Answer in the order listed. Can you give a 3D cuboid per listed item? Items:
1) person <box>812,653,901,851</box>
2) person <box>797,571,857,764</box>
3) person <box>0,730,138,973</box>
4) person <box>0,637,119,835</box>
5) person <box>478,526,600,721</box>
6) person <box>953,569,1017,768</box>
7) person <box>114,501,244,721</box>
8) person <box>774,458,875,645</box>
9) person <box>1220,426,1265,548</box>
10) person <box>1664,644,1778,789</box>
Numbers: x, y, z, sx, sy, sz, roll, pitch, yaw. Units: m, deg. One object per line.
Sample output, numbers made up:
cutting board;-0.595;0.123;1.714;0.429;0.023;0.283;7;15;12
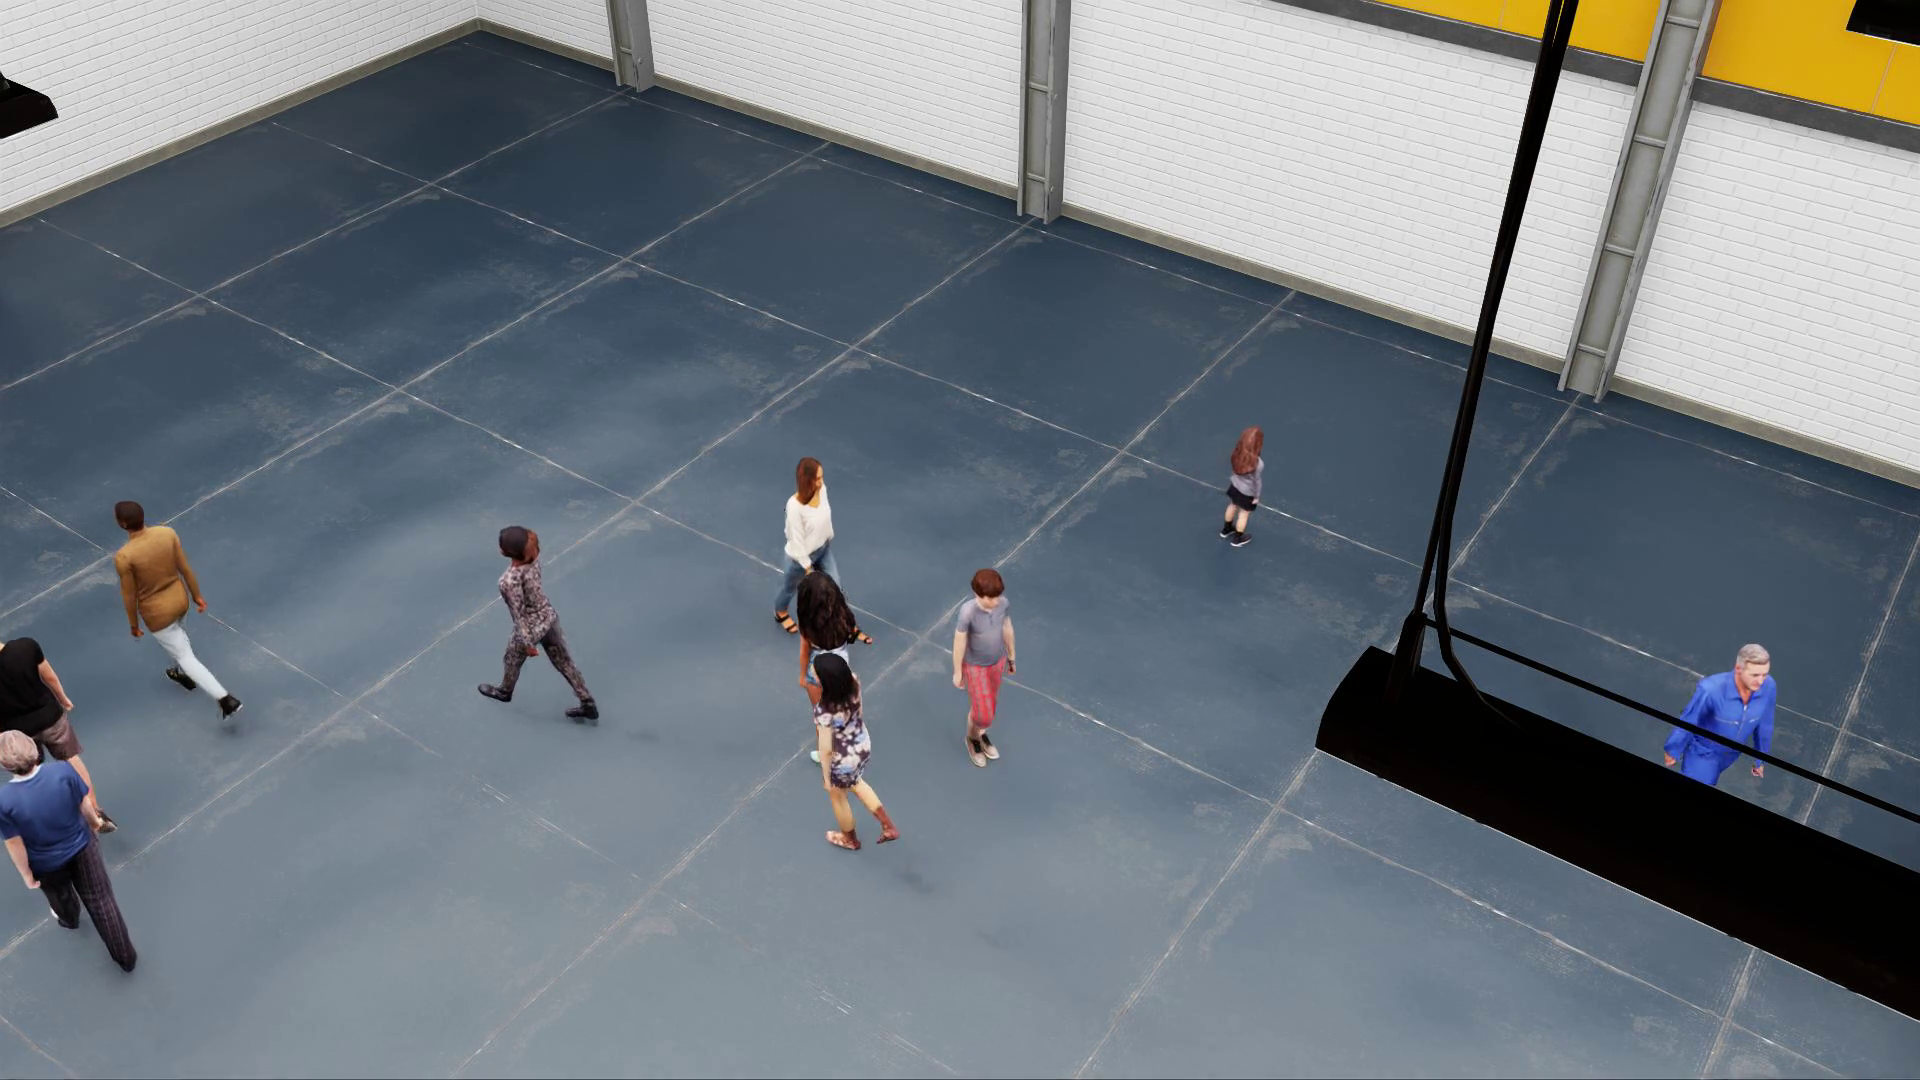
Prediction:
person;-0.671;1.389;10.542;0.753;1.722;0.608;24;45;27
person;-0.905;0.875;11.267;0.563;1.620;0.549;25;45;28
person;-5.257;1.895;9.816;0.818;1.836;1.106;-31;48;-33
person;-5.928;1.205;10.675;0.806;1.843;1.103;-32;48;-33
person;-2.871;0.627;11.546;1.216;1.661;0.879;9;40;11
person;0.113;0.800;11.341;0.700;1.645;0.724;-22;44;-25
person;-5.463;0.521;11.580;1.177;1.782;0.690;21;43;24
person;-1.193;0.082;12.244;1.047;1.640;0.620;24;44;27
person;2.263;-0.443;13.331;0.584;1.104;0.476;-23;44;-26
person;4.749;1.285;10.617;1.182;1.790;1.260;-8;39;-10
